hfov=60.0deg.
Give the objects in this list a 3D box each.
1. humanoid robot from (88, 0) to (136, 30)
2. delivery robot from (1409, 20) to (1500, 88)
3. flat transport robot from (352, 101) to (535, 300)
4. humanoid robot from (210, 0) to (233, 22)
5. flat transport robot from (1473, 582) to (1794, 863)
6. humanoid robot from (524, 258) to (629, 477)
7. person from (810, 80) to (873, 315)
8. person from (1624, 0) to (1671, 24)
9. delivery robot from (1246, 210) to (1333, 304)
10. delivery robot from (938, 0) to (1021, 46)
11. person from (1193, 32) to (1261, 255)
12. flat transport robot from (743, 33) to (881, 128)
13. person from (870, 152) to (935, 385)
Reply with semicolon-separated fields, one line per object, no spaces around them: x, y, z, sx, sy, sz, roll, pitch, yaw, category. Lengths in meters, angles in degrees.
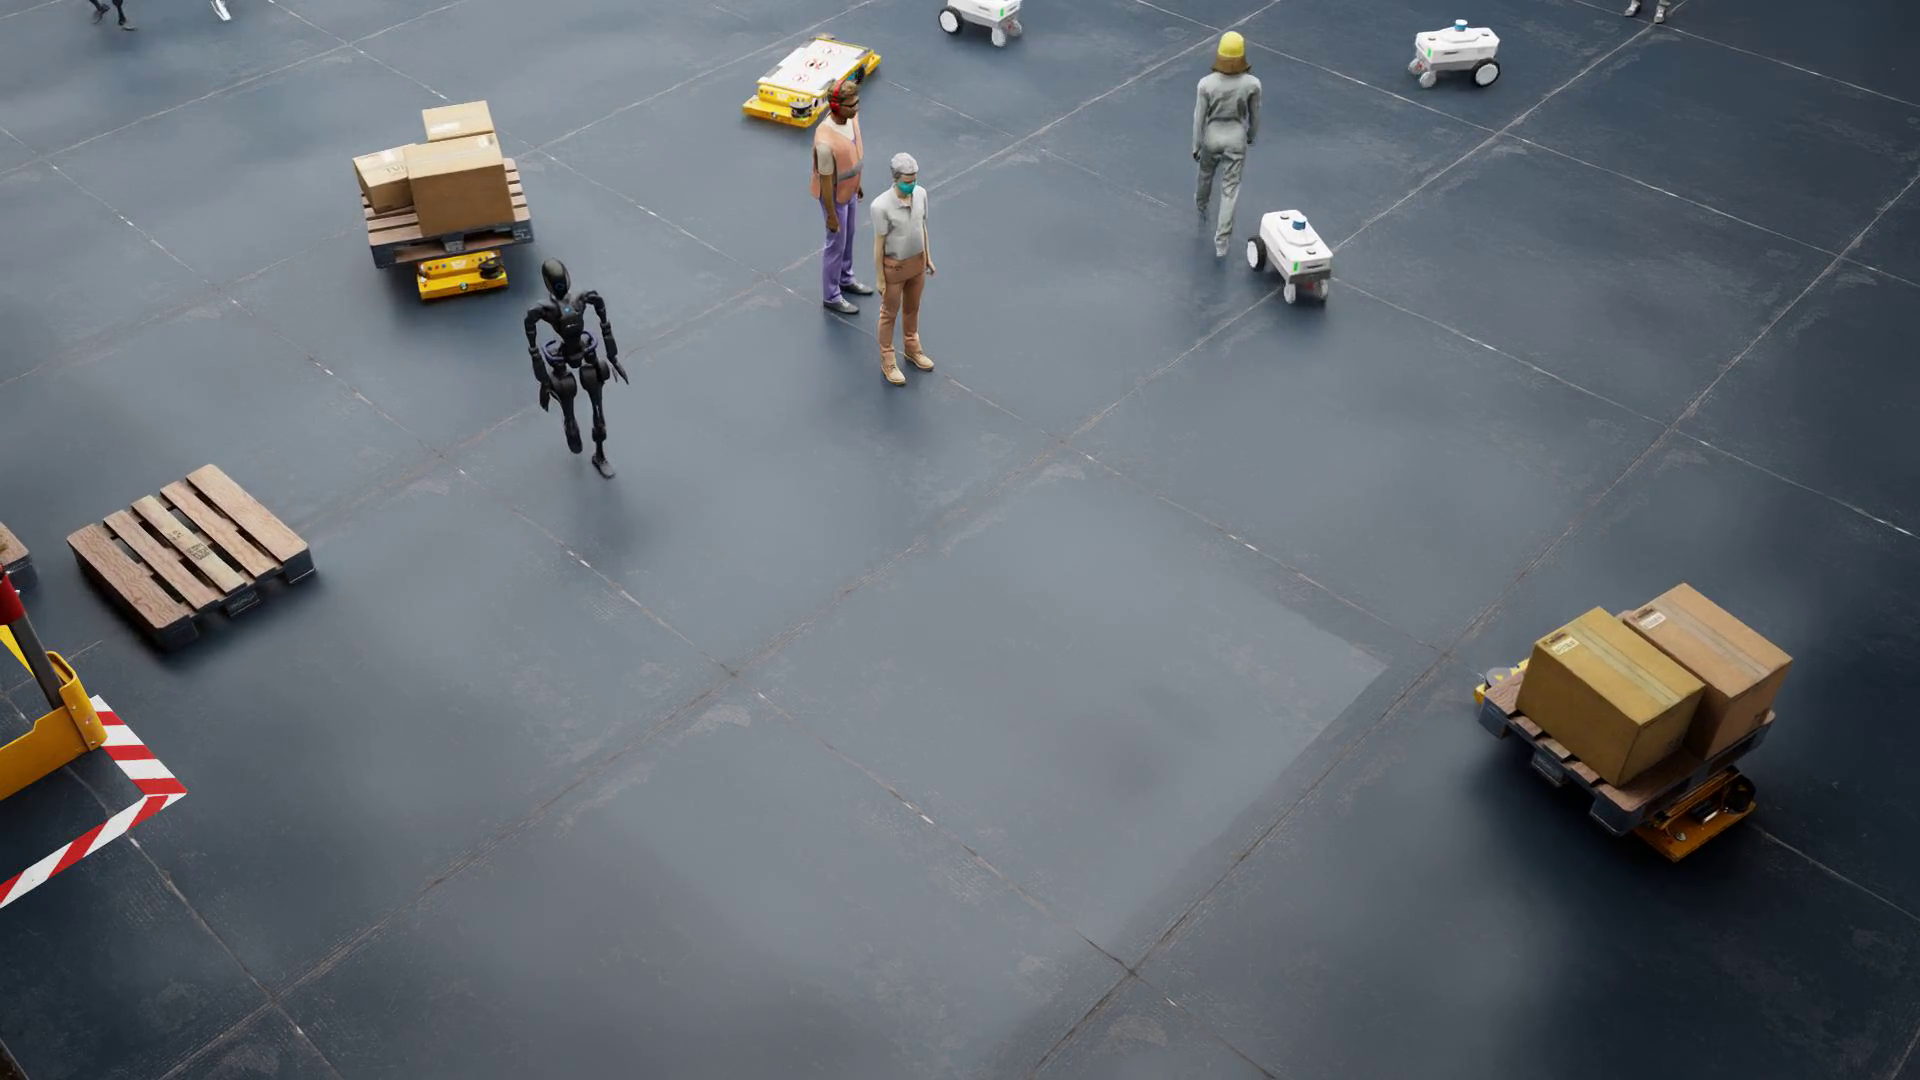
-8.269;-5.666;15.778;0.613;1.644;0.490;-8;43;-9;humanoid robot
4.561;-4.484;15.292;0.793;0.590;0.499;-7;42;-7;delivery robot
-4.028;-2.405;13.199;0.659;0.231;1.431;-13;44;-14;flat transport robot
-7.238;-5.795;15.960;0.552;1.911;0.704;-25;48;-26;humanoid robot
3.635;1.131;9.269;0.659;0.231;1.431;-24;47;-24;flat transport robot
-2.487;-1.144;10.750;0.589;1.645;0.456;-22;47;-23;humanoid robot
-0.890;-2.512;12.153;0.390;1.834;0.557;12;43;13;person
6.791;-5.898;15.914;0.571;1.833;0.399;18;45;19;person
2.569;-2.224;12.774;0.499;0.582;0.773;-10;43;-11;delivery robot
0.199;-5.129;16.027;0.804;0.614;0.499;27;48;26;delivery robot
2.059;-3.137;12.944;0.502;1.701;0.859;5;42;6;person
-1.341;-4.216;15.212;0.659;0.231;1.431;18;45;19;flat transport robot
-0.392;-1.892;11.530;0.471;1.739;0.321;-29;49;-28;person
